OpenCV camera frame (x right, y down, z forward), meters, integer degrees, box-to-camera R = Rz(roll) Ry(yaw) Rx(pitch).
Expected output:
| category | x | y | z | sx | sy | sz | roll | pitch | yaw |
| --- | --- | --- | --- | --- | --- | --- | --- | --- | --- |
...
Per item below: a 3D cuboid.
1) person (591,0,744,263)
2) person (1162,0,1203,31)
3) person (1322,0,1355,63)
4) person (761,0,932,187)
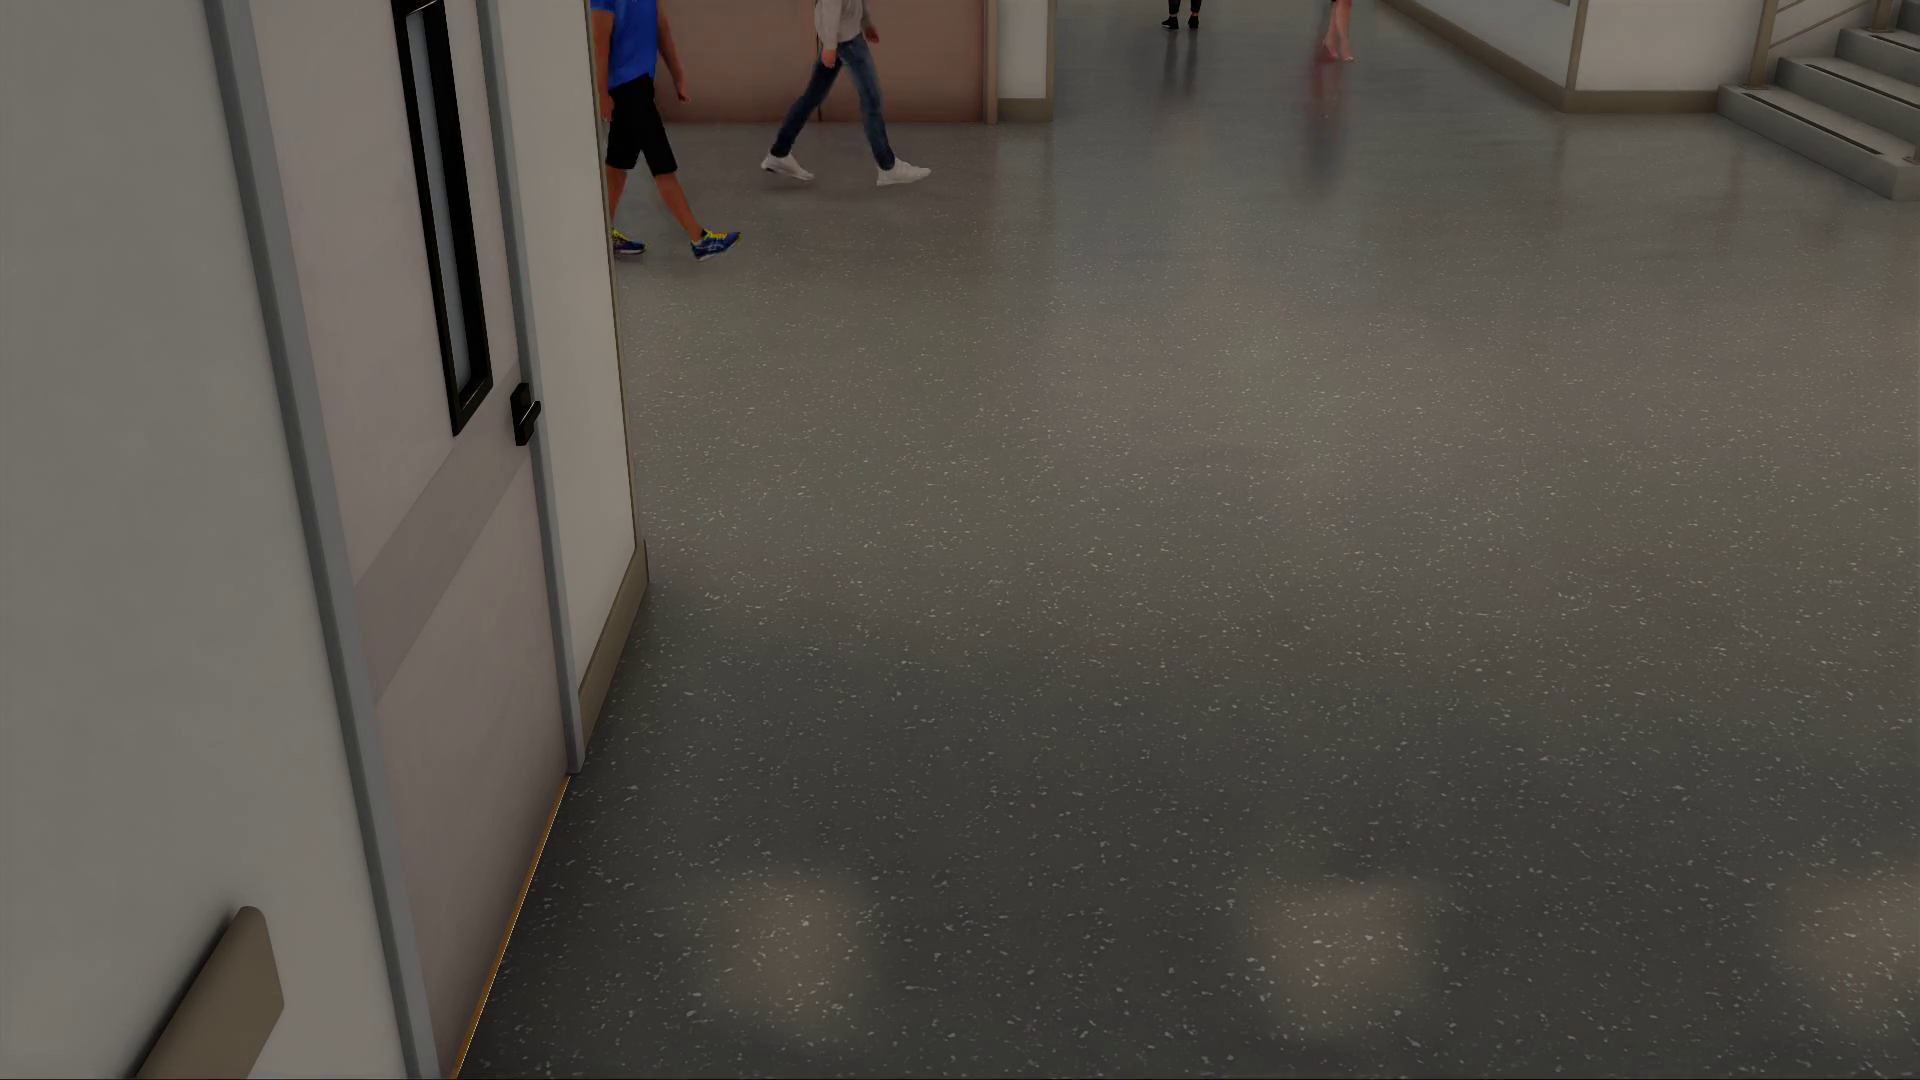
| category | x | y | z | sx | sy | sz | roll | pitch | yaw |
| --- | --- | --- | --- | --- | --- | --- | --- | --- | --- |
| person | -1.746 | -2.295 | 8.374 | 1.211 | 1.828 | 0.854 | 8 | 27 | 15 |
| person | 2.096 | -5.637 | 15.390 | 0.516 | 1.721 | 0.716 | -4 | 26 | -8 |
| person | 3.193 | -4.871 | 13.899 | 0.810 | 1.668 | 0.815 | -12 | 28 | -23 |
| person | -0.807 | -2.969 | 9.790 | 1.271 | 1.812 | 0.756 | -2 | 26 | -5 |
